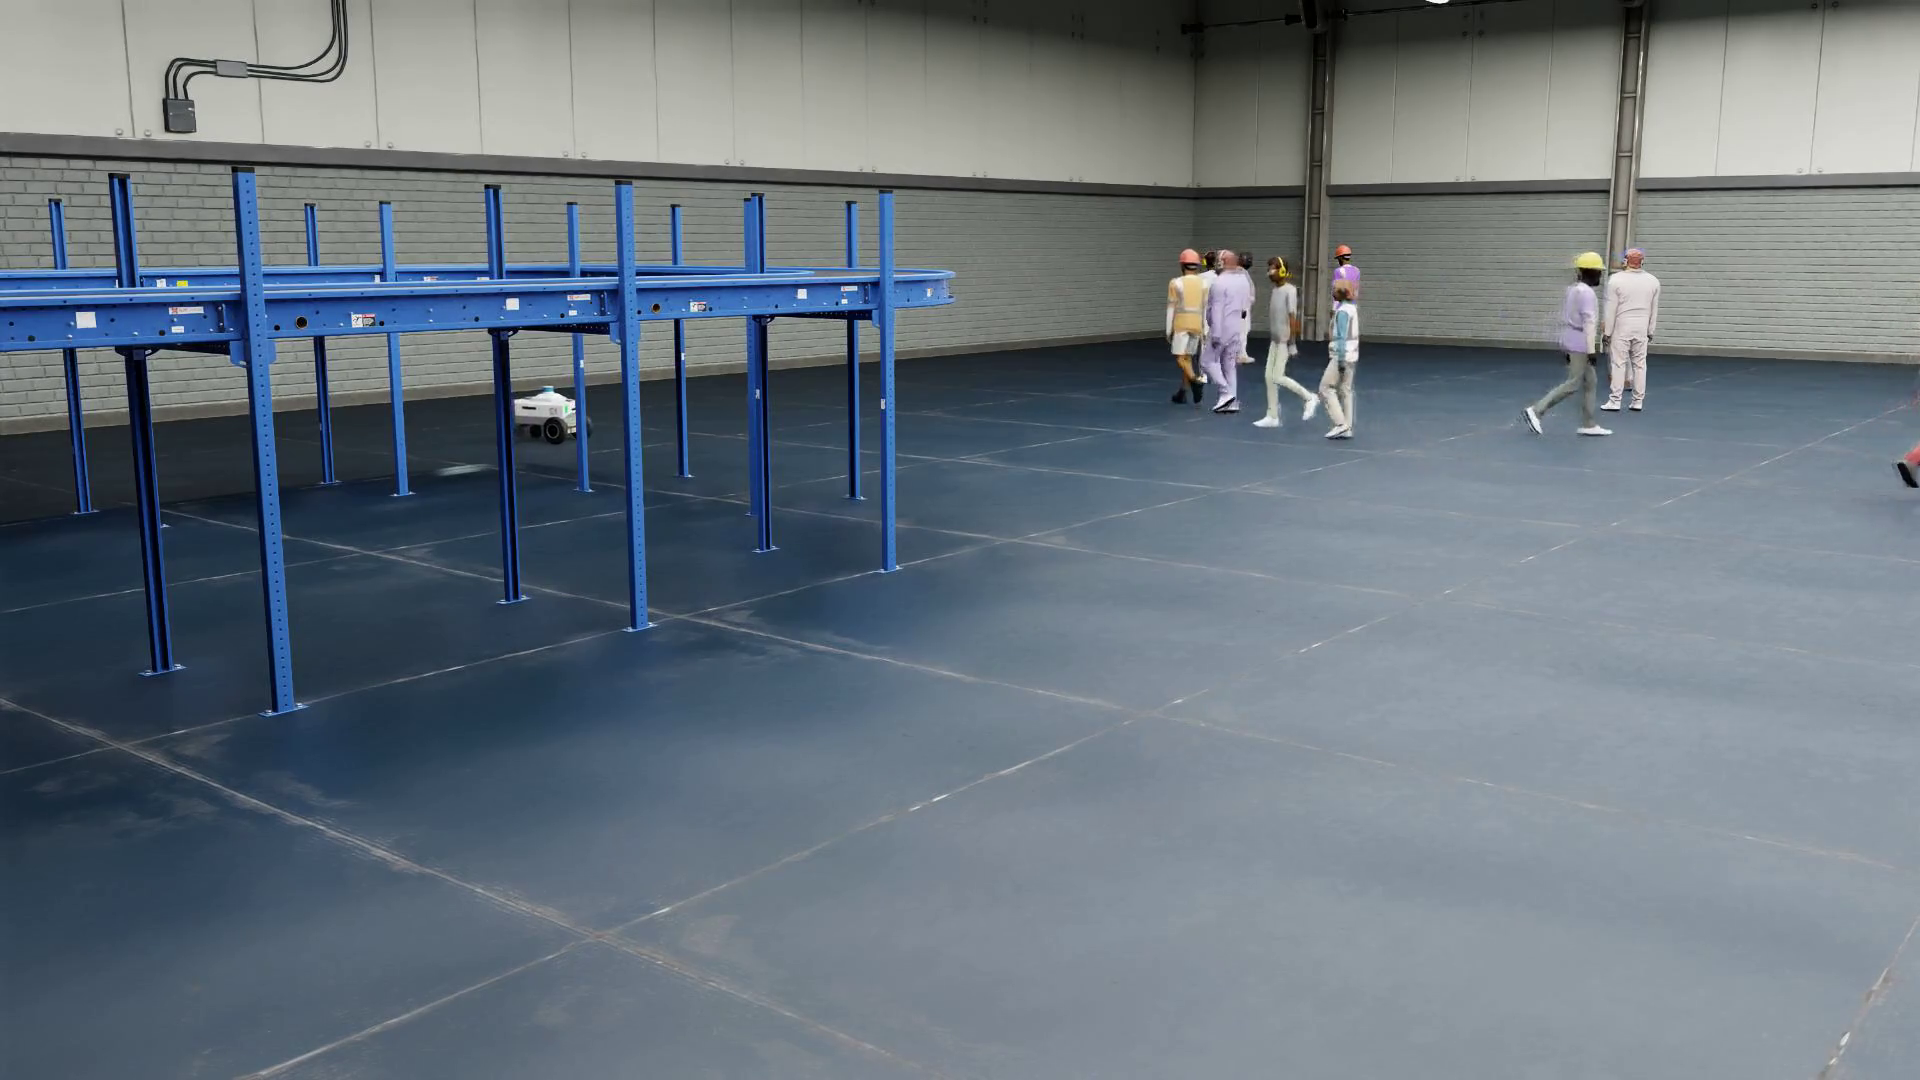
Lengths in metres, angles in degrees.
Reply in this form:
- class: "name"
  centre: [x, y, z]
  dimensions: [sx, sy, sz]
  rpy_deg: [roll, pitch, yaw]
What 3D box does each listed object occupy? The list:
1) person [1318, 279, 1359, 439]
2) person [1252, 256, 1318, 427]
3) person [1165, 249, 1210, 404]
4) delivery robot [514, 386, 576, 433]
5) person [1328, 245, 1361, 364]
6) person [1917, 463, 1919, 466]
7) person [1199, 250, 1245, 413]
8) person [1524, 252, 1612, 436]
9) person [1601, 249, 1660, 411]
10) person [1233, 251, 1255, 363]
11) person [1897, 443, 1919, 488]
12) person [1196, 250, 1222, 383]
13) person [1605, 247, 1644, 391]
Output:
- class: "person"
  centre: [3.853, -1.829, 16.876]
  dimensions: [0.383, 1.627, 0.520]
  rpy_deg: [5, 11, 25]
- class: "person"
  centre: [3.540, -2.147, 18.036]
  dimensions: [0.614, 1.845, 0.546]
  rpy_deg: [-3, 11, -14]
- class: "person"
  centre: [2.826, -2.619, 20.468]
  dimensions: [0.552, 1.918, 0.821]
  rpy_deg: [-3, 11, -19]
- class: "delivery robot"
  centre: [-4.167, -1.319, 16.870]
  dimensions: [0.707, 0.478, 0.477]
  rpy_deg: [4, 11, 25]
- class: "person"
  centre: [6.182, -3.779, 26.849]
  dimensions: [0.543, 1.928, 0.370]
  rpy_deg: [-7, 12, -35]
- class: "person"
  centre: [8.793, -1.609, 14.801]
  dimensions: [0.356, 1.937, 0.552]
  rpy_deg: [9, 14, 42]
- class: "person"
  centre: [3.071, -2.436, 19.487]
  dimensions: [0.440, 1.896, 0.668]
  rpy_deg: [7, 13, 35]
- class: "person"
  centre: [6.337, -2.023, 17.196]
  dimensions: [0.839, 1.904, 0.583]
  rpy_deg: [2, 10, 11]
- class: "person"
  centre: [7.926, -2.483, 19.731]
  dimensions: [0.644, 1.908, 0.408]
  rpy_deg: [-1, 10, -7]
- class: "person"
  centre: [4.629, -3.843, 27.474]
  dimensions: [0.487, 1.830, 0.649]
  rpy_deg: [1, 10, 3]
- class: "person"
  centre: [7.770, -1.189, 12.991]
  dimensions: [0.547, 1.742, 0.549]
  rpy_deg: [-1, 10, -6]
- class: "person"
  centre: [3.546, -3.164, 23.601]
  dimensions: [0.516, 1.873, 0.329]
  rpy_deg: [-2, 10, -10]
- class: "person"
  centre: [9.100, -3.021, 22.650]
  dimensions: [0.618, 1.926, 0.819]
  rpy_deg: [2, 10, 13]
